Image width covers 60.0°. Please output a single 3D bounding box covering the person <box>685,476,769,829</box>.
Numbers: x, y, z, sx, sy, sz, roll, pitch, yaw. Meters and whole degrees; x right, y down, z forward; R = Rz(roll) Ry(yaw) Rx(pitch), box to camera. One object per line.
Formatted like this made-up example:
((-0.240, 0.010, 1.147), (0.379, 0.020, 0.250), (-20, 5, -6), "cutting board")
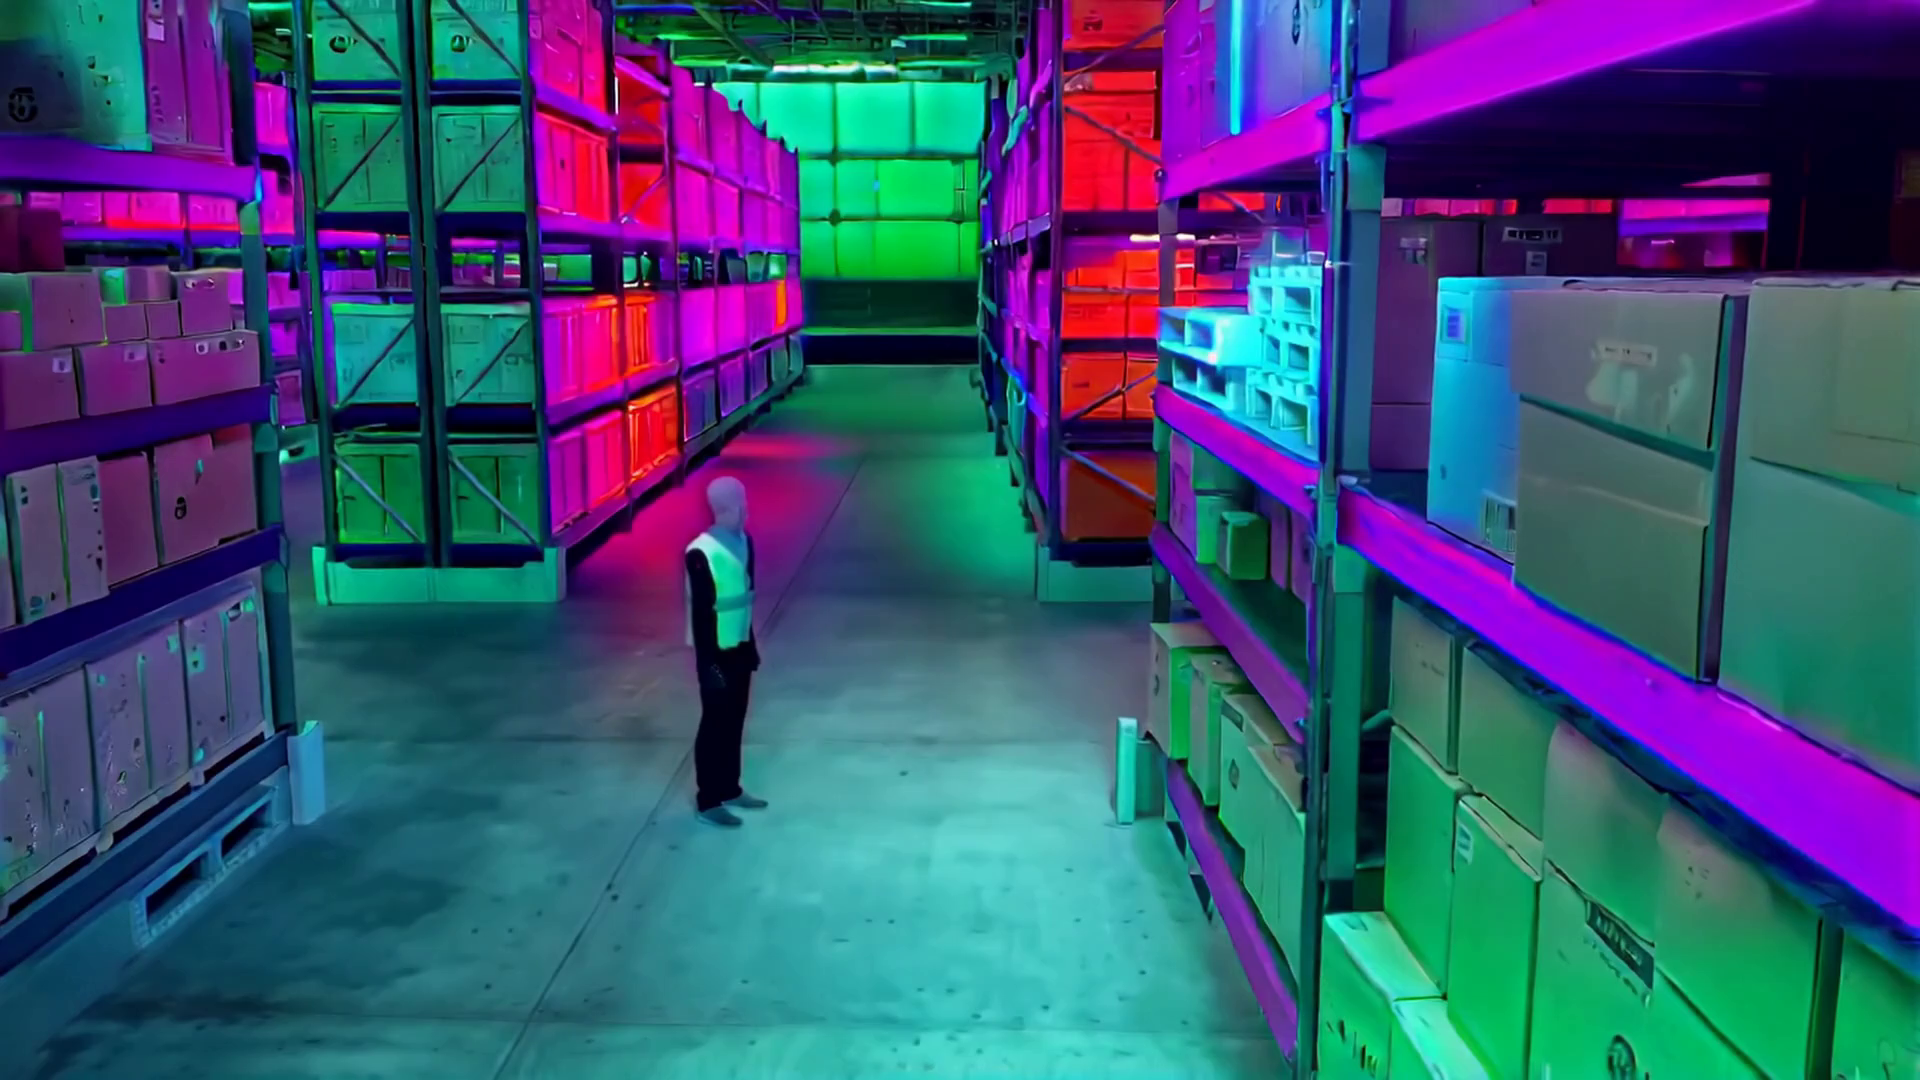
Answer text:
((-1.295, 0.598, 9.131), (0.375, 1.917, 0.599), (3, 10, 19), "person")
